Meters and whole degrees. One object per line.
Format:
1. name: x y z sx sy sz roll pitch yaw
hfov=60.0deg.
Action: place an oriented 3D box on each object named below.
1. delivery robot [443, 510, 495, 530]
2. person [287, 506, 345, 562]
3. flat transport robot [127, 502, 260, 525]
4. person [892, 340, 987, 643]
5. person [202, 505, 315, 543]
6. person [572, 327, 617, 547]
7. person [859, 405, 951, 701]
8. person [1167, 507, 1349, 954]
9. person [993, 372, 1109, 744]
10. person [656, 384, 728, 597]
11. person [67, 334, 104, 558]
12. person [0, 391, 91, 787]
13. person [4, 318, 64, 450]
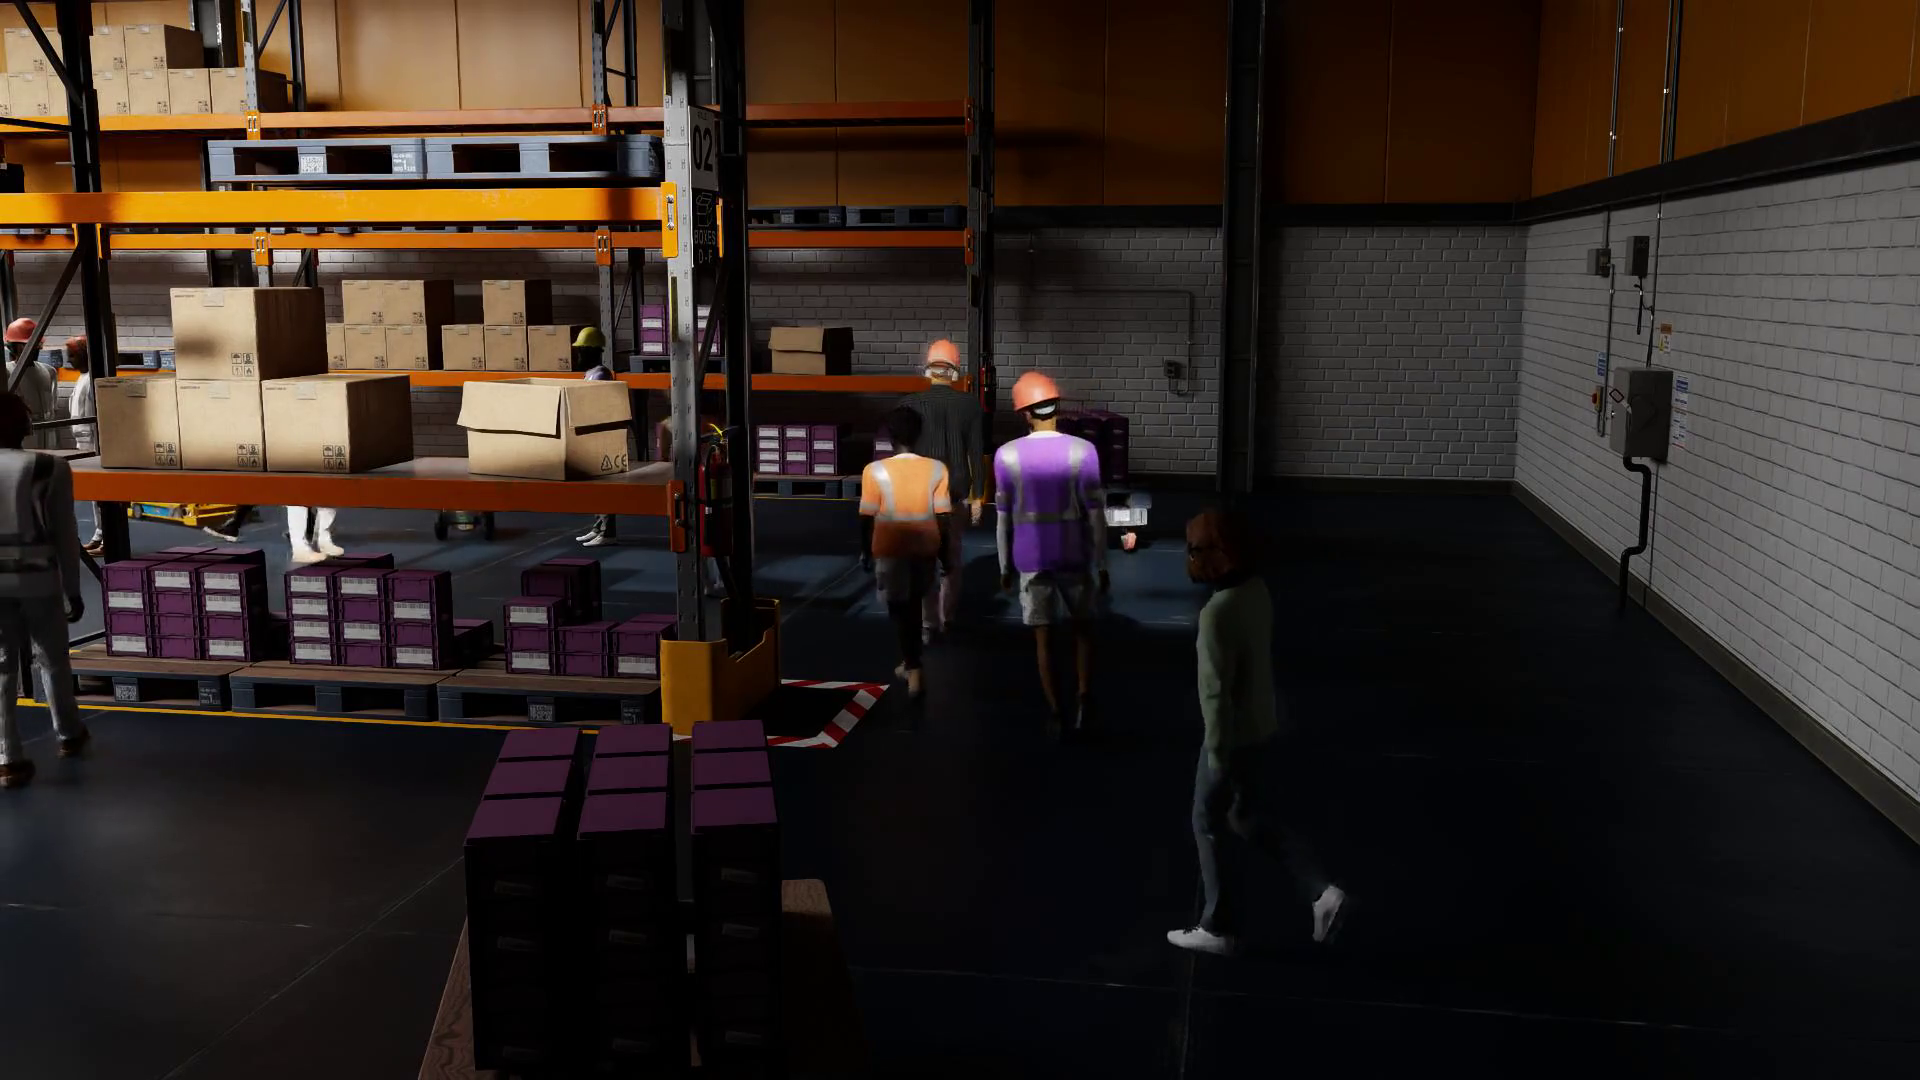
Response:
1. delivery robot: -4.477 -0.351 15.169 0.477 0.478 0.707 -1 9 -4
2. person: -5.377 -0.717 13.790 0.530 1.824 0.638 1 9 4
3. flat transport robot: -7.546 -0.332 16.218 1.431 0.197 0.652 6 11 34
4. person: -0.146 -0.310 10.941 0.649 1.973 0.811 -2 9 -13
5. person: -6.219 -0.901 14.745 1.014 1.885 0.602 -6 11 -33
6. person: -3.209 -0.903 14.632 0.363 1.930 0.587 -4 10 -21
7. person: -0.293 0.067 9.451 0.530 1.661 0.832 -4 10 -23
8. person: 1.013 0.685 5.733 0.550 1.608 0.527 6 11 32
9. person: 0.460 0.094 8.554 0.582 1.900 0.463 1 9 5
10. person: -1.971 -0.376 12.335 0.534 1.606 0.454 -6 11 -32
11. person: -7.339 -0.795 14.091 0.354 1.887 0.572 -7 11 -37
12. person: -4.513 0.206 7.989 0.603 1.851 0.813 -2 9 -14
13. person: -7.438 -0.755 13.360 0.392 2.041 0.615 3 10 19
